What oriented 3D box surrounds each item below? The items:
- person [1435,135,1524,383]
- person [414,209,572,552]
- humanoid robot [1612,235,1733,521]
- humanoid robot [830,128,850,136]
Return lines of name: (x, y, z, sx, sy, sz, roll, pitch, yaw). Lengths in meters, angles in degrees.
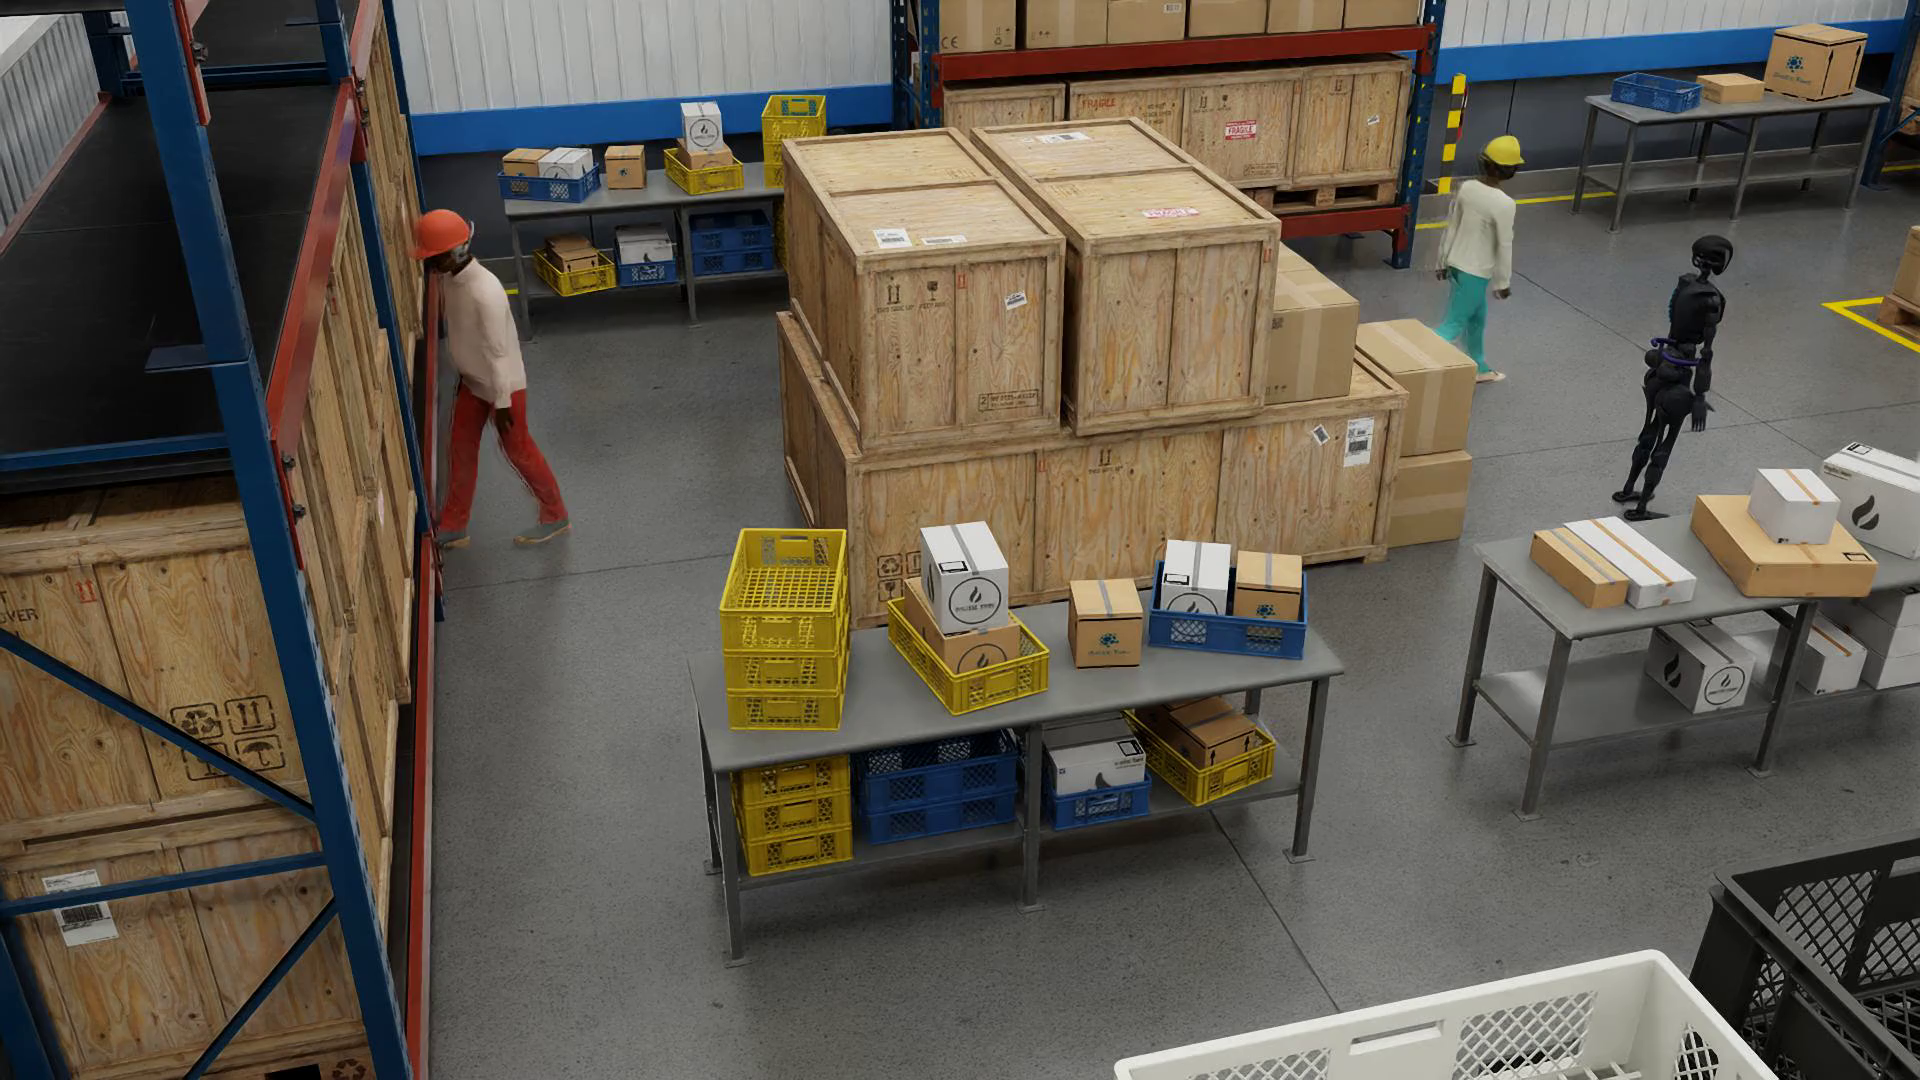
person: (3.282, -1.763, 10.803, 0.865, 1.725, 0.530, -8, 30, -14)
person: (-2.602, -0.814, 8.865, 0.810, 1.949, 0.644, -21, 35, -33)
humanoid robot: (4.003, -0.898, 9.285, 0.330, 1.651, 0.577, 1, 29, 2)
humanoid robot: (-0.770, -1.940, 11.166, 0.590, 1.656, 0.323, 2, 29, 4)
